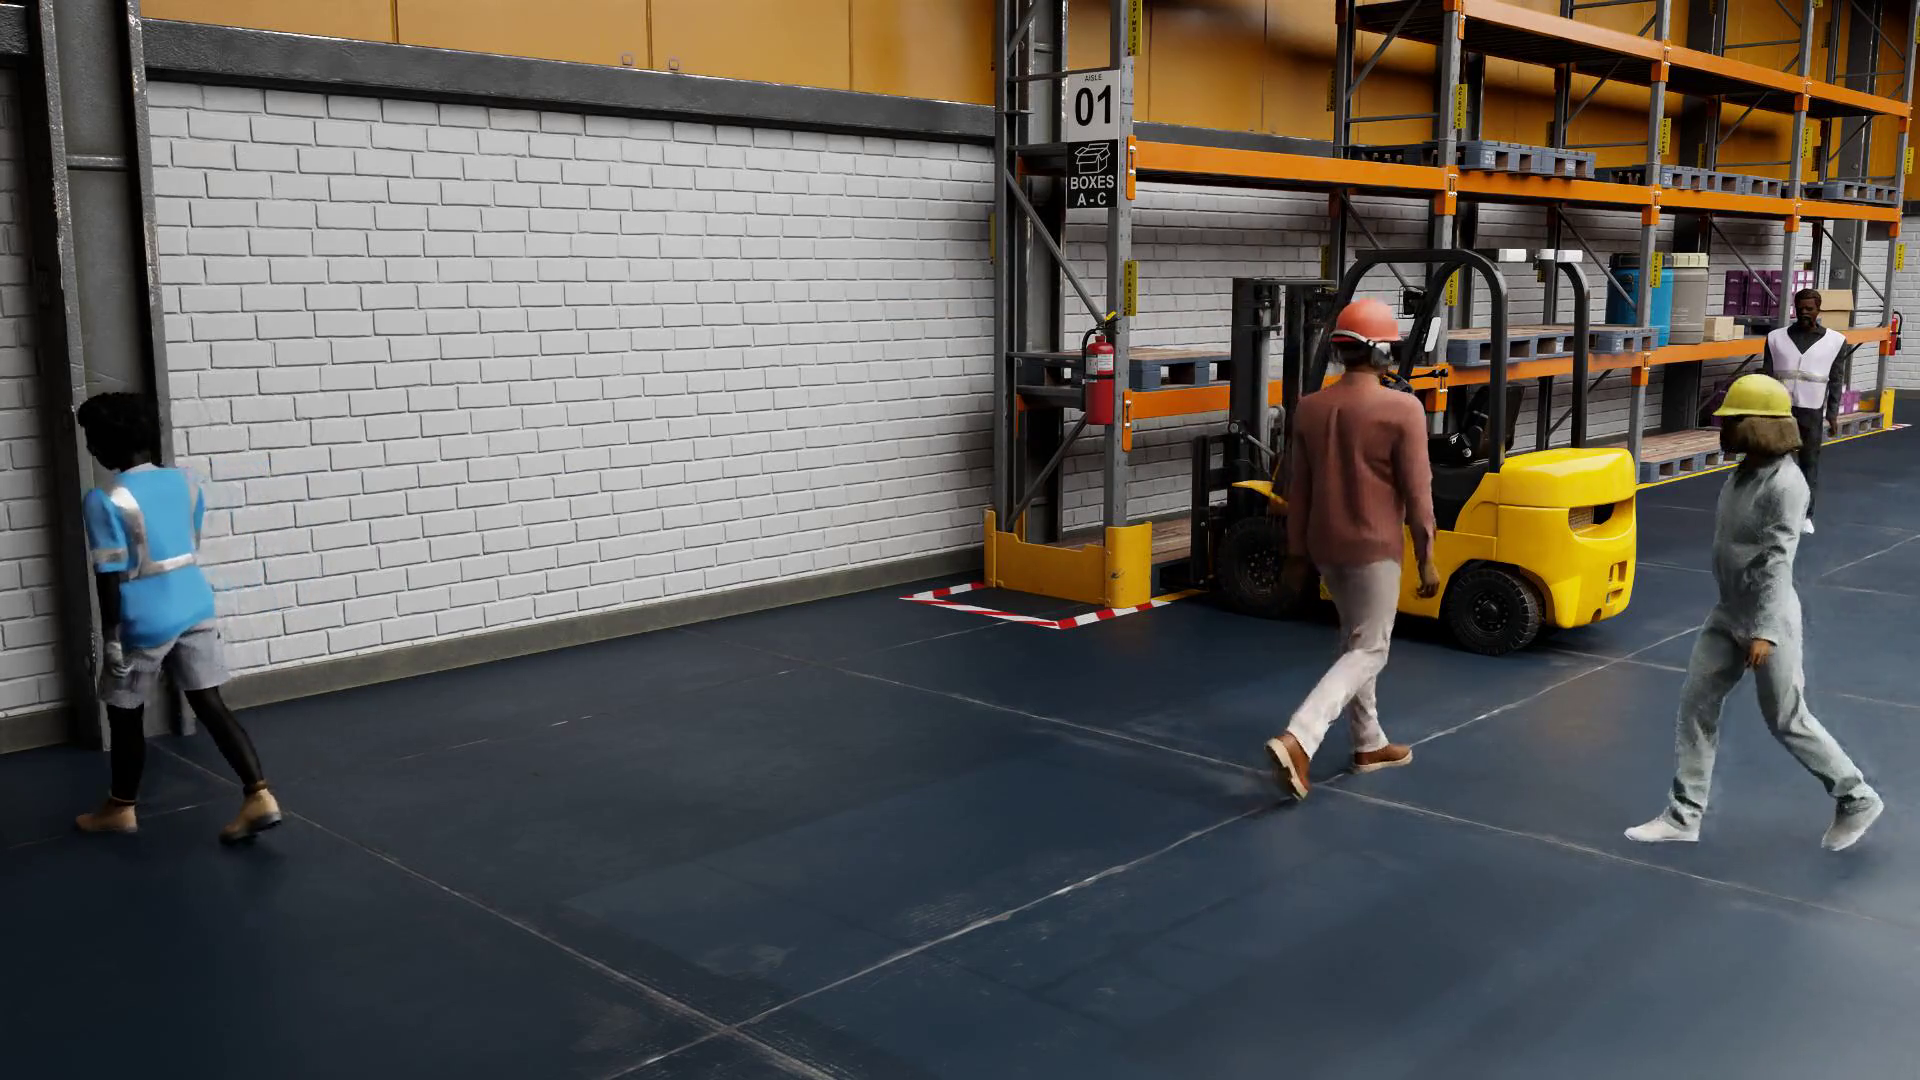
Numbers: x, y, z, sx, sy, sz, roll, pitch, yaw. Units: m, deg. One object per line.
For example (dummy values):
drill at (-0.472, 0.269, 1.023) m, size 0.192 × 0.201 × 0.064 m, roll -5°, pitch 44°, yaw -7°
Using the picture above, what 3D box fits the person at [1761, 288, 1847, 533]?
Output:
person at (6.613, -1.016, 13.113) m, size 0.587 × 1.920 × 0.391 m, roll 6°, pitch 11°, yaw 31°

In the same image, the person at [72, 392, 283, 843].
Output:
person at (-2.838, 0.293, 5.938) m, size 0.866 × 1.652 × 0.537 m, roll 3°, pitch 10°, yaw 18°

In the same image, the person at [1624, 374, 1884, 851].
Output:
person at (2.873, 0.267, 5.877) m, size 0.818 × 1.713 × 0.486 m, roll -1°, pitch 9°, yaw -3°

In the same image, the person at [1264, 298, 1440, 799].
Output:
person at (1.531, 0.032, 6.569) m, size 0.909 × 1.969 × 0.616 m, roll -6°, pitch 11°, yaw -33°

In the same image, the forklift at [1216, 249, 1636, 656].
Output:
forklift at (2.710, -0.584, 9.626) m, size 2.313 × 2.155 × 1.214 m, roll 9°, pitch 13°, yaw 43°
